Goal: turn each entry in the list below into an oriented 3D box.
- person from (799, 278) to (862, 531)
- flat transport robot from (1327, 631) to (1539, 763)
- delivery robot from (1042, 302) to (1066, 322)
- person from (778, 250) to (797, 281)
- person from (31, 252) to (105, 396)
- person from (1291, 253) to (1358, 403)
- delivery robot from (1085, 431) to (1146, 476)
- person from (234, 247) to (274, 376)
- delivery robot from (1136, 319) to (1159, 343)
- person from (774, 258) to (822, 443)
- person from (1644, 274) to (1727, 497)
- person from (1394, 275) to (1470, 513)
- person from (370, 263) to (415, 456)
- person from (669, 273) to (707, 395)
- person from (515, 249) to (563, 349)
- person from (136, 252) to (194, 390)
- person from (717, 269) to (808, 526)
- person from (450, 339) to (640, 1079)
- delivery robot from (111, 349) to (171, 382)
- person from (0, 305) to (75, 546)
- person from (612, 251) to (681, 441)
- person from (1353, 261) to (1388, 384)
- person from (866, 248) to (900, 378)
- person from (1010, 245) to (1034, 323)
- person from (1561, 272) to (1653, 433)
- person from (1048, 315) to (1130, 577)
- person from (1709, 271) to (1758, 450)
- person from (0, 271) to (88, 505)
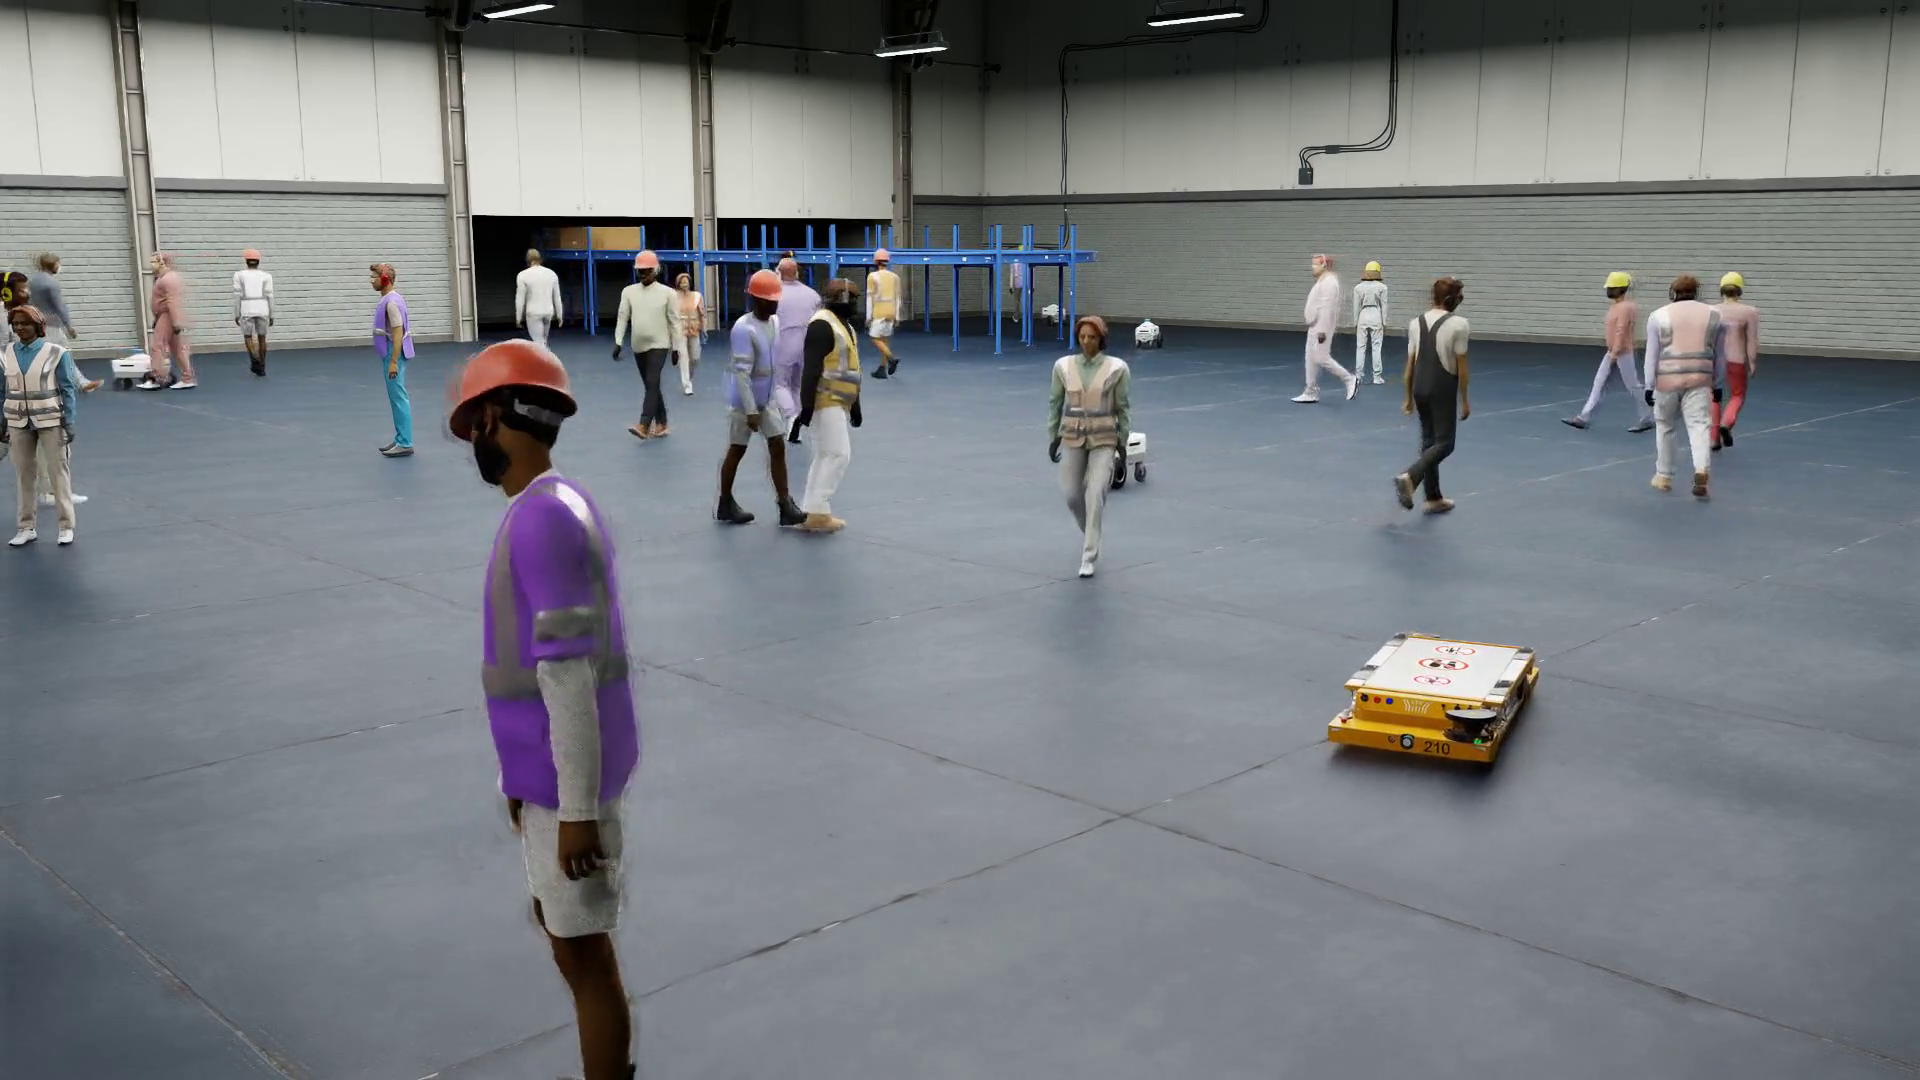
[{"bbox_3d":[-0.933,-0.966,11.950,0.467,1.802,0.670,2,11,9],"label":"person"},{"bbox_3d":[2.130,0.661,7.366,0.652,0.197,1.431,5,12,26],"label":"flat transport robot"},{"bbox_3d":[2.220,-5.371,39.229,0.477,0.478,0.707,-4,11,-21],"label":"delivery robot"},{"bbox_3d":[-2.840,-4.013,28.438,0.749,1.843,0.575,-8,13,-37],"label":"person"},{"bbox_3d":[-11.645,-2.757,21.480,1.029,1.880,0.650,-10,14,-43],"label":"person"},{"bbox_3d":[4.623,-2.669,21.004,0.719,1.887,0.661,0,10,-2],"label":"person"},{"bbox_3d":[1.291,-0.794,14.272,0.477,0.478,0.707,8,13,37],"label":"delivery robot"},{"bbox_3d":[-10.632,-3.436,25.080,0.571,1.925,0.501,-5,11,-25],"label":"person"},{"bbox_3d":[3.536,-3.932,31.381,0.477,0.478,0.707,3,11,16],"label":"delivery robot"},{"bbox_3d":[-1.693,-1.904,16.838,0.662,1.886,0.687,-4,11,-23],"label":"person"},{"bbox_3d":[5.968,-1.277,13.671,0.646,1.807,0.882,2,11,9],"label":"person"},{"bbox_3d":[3.546,-1.083,12.540,0.703,1.822,0.515,-8,13,-36],"label":"person"},{"bbox_3d":[-5.466,-1.745,16.074,0.372,1.843,0.570,-4,11,-22],"label":"person"},{"bbox_3d":[-3.696,-2.791,22.396,0.524,1.617,0.689,-4,11,-22],"label":"person"},{"bbox_3d":[-6.113,-3.219,23.932,0.657,1.907,0.768,-10,15,-44],"label":"person"},{"bbox_3d":[-11.003,-2.998,22.812,0.826,1.880,0.651,-4,11,-22],"label":"person"},{"bbox_3d":[-1.456,-1.012,12.031,0.962,1.859,0.556,7,12,32],"label":"person"},{"bbox_3d":[-0.883,0.526,3.609,0.374,1.888,0.703,-3,11,-14],"label":"person"},{"bbox_3d":[-11.322,-2.394,23.000,0.707,0.478,0.477,0,10,-2],"label":"delivery robot"},{"bbox_3d":[-6.319,-0.782,11.379,0.512,1.642,0.312,-1,10,-7],"label":"person"},{"bbox_3d":[-3.260,-2.012,17.260,0.609,1.934,1.033,3,11,17],"label":"person"},{"bbox_3d":[5.887,-3.114,23.845,0.483,1.735,0.311,5,11,25],"label":"person"},{"bbox_3d":[-1.096,-3.344,24.594,0.565,1.918,0.659,-8,13,-38],"label":"person"},{"bbox_3d":[1.476,-6.107,39.798,0.599,1.864,1.014,0,10,-2],"label":"person"},{"bbox_3d":[7.052,-2.012,17.881,0.963,1.711,0.536,1,10,5],"label":"person"},{"bbox_3d":[0.826,-0.615,10.513,0.528,1.618,0.621,3,11,17],"label":"person"},{"bbox_3d":[7.520,-1.750,16.331,0.540,1.755,0.459,7,12,34],"label":"person"},{"bbox_3d":[-7.437,-1.183,13.040,0.875,1.845,0.524,-2,11,-13],"label":"person"}]
